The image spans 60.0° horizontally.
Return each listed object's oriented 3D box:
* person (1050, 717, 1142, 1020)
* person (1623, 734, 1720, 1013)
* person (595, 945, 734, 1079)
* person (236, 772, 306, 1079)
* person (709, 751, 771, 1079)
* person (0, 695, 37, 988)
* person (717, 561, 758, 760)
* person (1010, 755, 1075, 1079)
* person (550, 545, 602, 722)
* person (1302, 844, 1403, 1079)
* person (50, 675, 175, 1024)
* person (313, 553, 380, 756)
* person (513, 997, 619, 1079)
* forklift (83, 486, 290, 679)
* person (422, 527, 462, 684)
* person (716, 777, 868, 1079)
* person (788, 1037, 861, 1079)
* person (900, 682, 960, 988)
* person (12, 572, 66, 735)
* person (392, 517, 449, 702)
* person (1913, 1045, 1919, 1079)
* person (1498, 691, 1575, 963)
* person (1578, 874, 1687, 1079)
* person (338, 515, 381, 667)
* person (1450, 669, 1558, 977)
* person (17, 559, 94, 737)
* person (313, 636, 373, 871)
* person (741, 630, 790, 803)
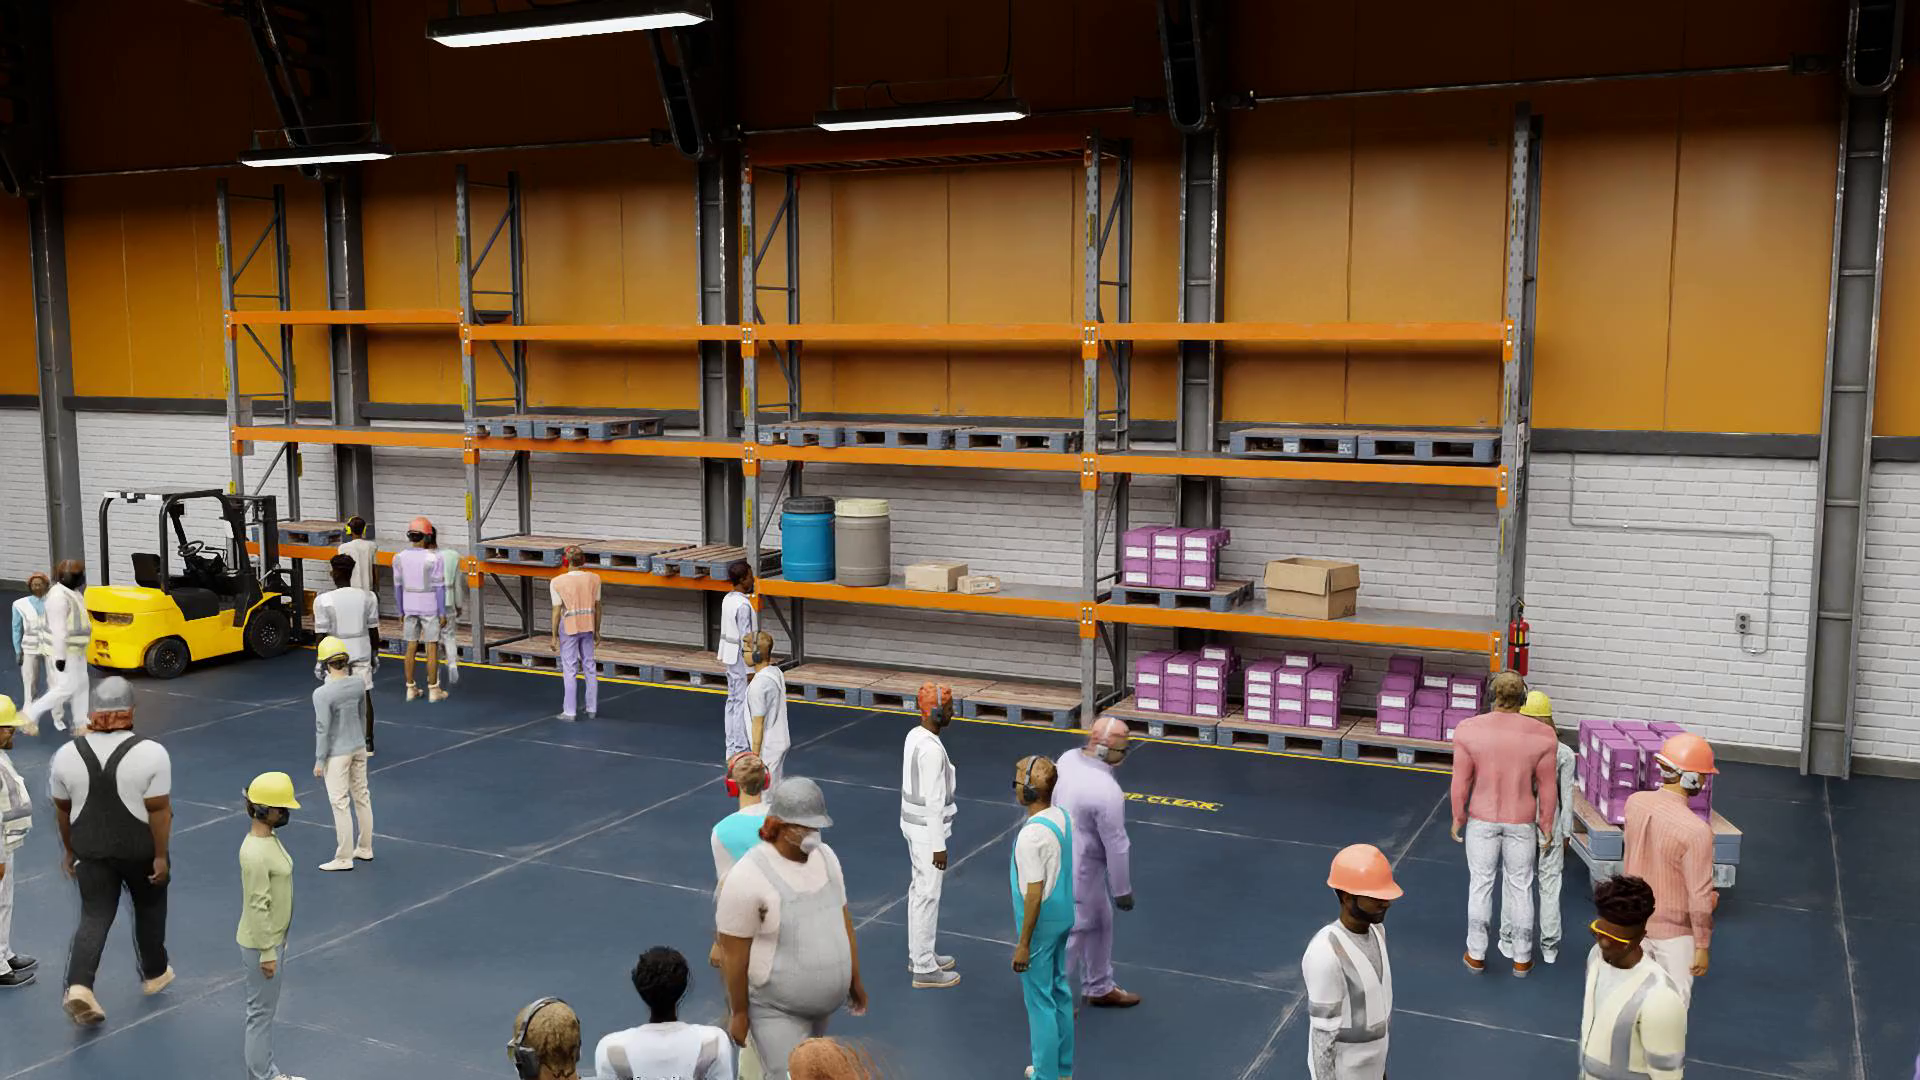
[{"bbox_3d":[0.789,1.907,9.609,0.749,1.855,0.725,-2,7,-12],"label":"person"},{"bbox_3d":[3.653,1.968,8.565,0.411,1.980,0.625,-2,7,-16],"label":"person"},{"bbox_3d":[-1.116,2.385,6.340,0.543,1.669,0.688,-1,7,-12],"label":"person"},{"bbox_3d":[-3.564,2.069,8.618,0.328,1.760,0.524,-2,7,-17],"label":"person"},{"bbox_3d":[-1.058,2.019,8.680,0.377,1.841,0.567,6,9,39],"label":"person"},{"bbox_3d":[-5.920,1.846,10.221,0.403,1.820,0.603,-4,8,-31],"label":"person"},{"bbox_3d":[-2.054,1.150,15.546,0.392,1.922,0.593,-3,8,-24],"label":"person"},{"bbox_3d":[0.422,2.023,8.641,0.327,1.843,0.516,3,8,26],"label":"person"},{"bbox_3d":[-3.988,0.973,17.314,0.569,1.845,0.384,-6,9,-41],"label":"person"},{"bbox_3d":[1.624,2.194,6.851,0.357,1.938,0.543,5,9,36],"label":"person"},{"bbox_3d":[-4.998,1.784,9.815,0.683,2.000,0.936,-1,7,-5],"label":"person"},{"bbox_3d":[-5.809,1.101,15.763,0.616,1.963,0.361,-5,9,-38],"label":"person"},{"bbox_3d":[-1.267,2.393,5.268,0.381,1.929,0.635,4,8,29],"label":"person"},{"bbox_3d":[-9.426,0.454,20.179,1.214,2.155,2.313,3,8,26],"label":"forklift"},{"bbox_3d":[-5.997,0.749,19.049,0.616,1.873,0.717,-4,8,-33],"label":"person"},{"bbox_3d":[-0.654,2.055,7.581,0.876,2.000,0.693,5,8,34],"label":"person"},{"bbox_3d":[-0.422,2.496,5.795,0.839,1.591,0.511,0,7,-3],"label":"person"},{"bbox_3d":[-0.186,1.809,10.286,0.360,1.880,0.575,-1,7,-11],"label":"person"},{"bbox_3d":[-9.285,1.133,16.832,0.514,1.641,0.315,-4,8,-32],"label":"person"},{"bbox_3d":[-5.915,0.761,18.292,0.606,2.037,0.387,2,7,14],"label":"person"},{"bbox_3d":[4.027,2.387,6.556,0.330,1.627,0.536,-5,9,-36],"label":"person"},{"bbox_3d":[3.677,1.832,10.684,0.483,1.737,0.320,2,7,17],"label":"person"},{"bbox_3d":[2.599,2.231,6.550,0.403,1.944,0.730,0,7,-2],"label":"person"},{"bbox_3d":[-7.234,0.637,20.000,0.313,1.869,0.538,6,9,42],"label":"person"},{"bbox_3d":[3.395,1.762,10.411,0.638,1.938,0.357,2,7,15],"label":"person"},{"bbox_3d":[-8.930,1.090,16.492,0.664,1.818,0.636,-2,7,-15],"label":"person"},{"bbox_3d":[-4.654,1.599,12.484,0.329,1.765,0.526,3,7,21],"label":"person"},{"bbox_3d":[-1.448,1.579,12.371,0.349,1.837,0.502,1,7,9],"label":"person"}]
